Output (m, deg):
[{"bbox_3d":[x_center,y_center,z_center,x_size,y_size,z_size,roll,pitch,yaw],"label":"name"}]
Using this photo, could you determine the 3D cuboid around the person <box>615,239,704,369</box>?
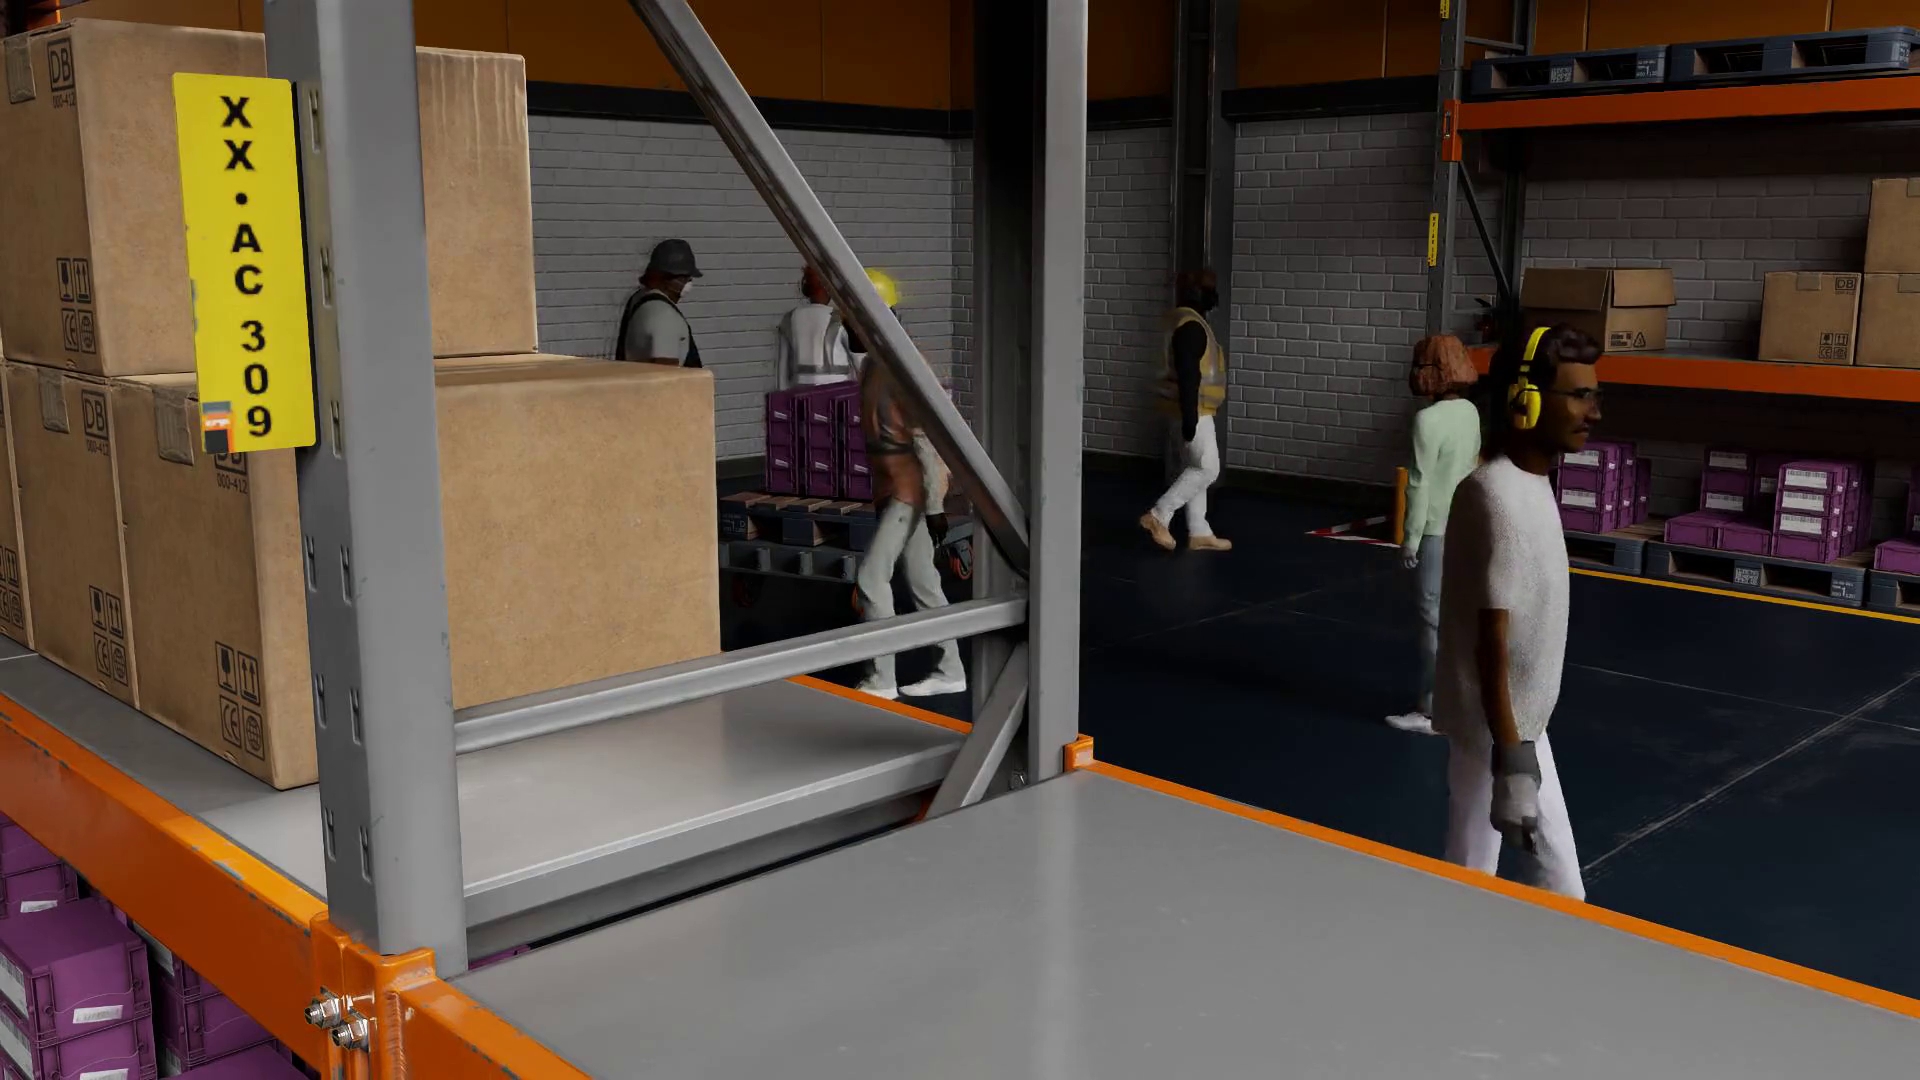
[{"bbox_3d":[-1.753,-0.797,9.892,0.683,2.000,0.709,-4,11,-23],"label":"person"}]

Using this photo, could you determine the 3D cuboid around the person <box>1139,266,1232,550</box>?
[{"bbox_3d":[1.474,-0.818,10.582,0.536,1.830,0.653,1,10,3],"label":"person"}]

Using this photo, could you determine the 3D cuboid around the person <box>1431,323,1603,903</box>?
[{"bbox_3d":[1.149,0.433,3.738,0.824,1.846,0.533,7,12,32],"label":"person"}]

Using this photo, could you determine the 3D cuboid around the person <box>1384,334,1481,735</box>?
[{"bbox_3d":[1.958,-0.022,6.801,0.279,1.624,0.494,9,13,39],"label":"person"}]

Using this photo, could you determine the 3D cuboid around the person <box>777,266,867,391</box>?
[{"bbox_3d":[-0.845,-0.885,10.928,0.594,1.829,0.969,6,12,28],"label":"person"}]

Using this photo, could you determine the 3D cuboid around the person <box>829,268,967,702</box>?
[{"bbox_3d":[-0.304,-0.205,7.106,0.763,1.881,0.602,-3,11,-17],"label":"person"}]
